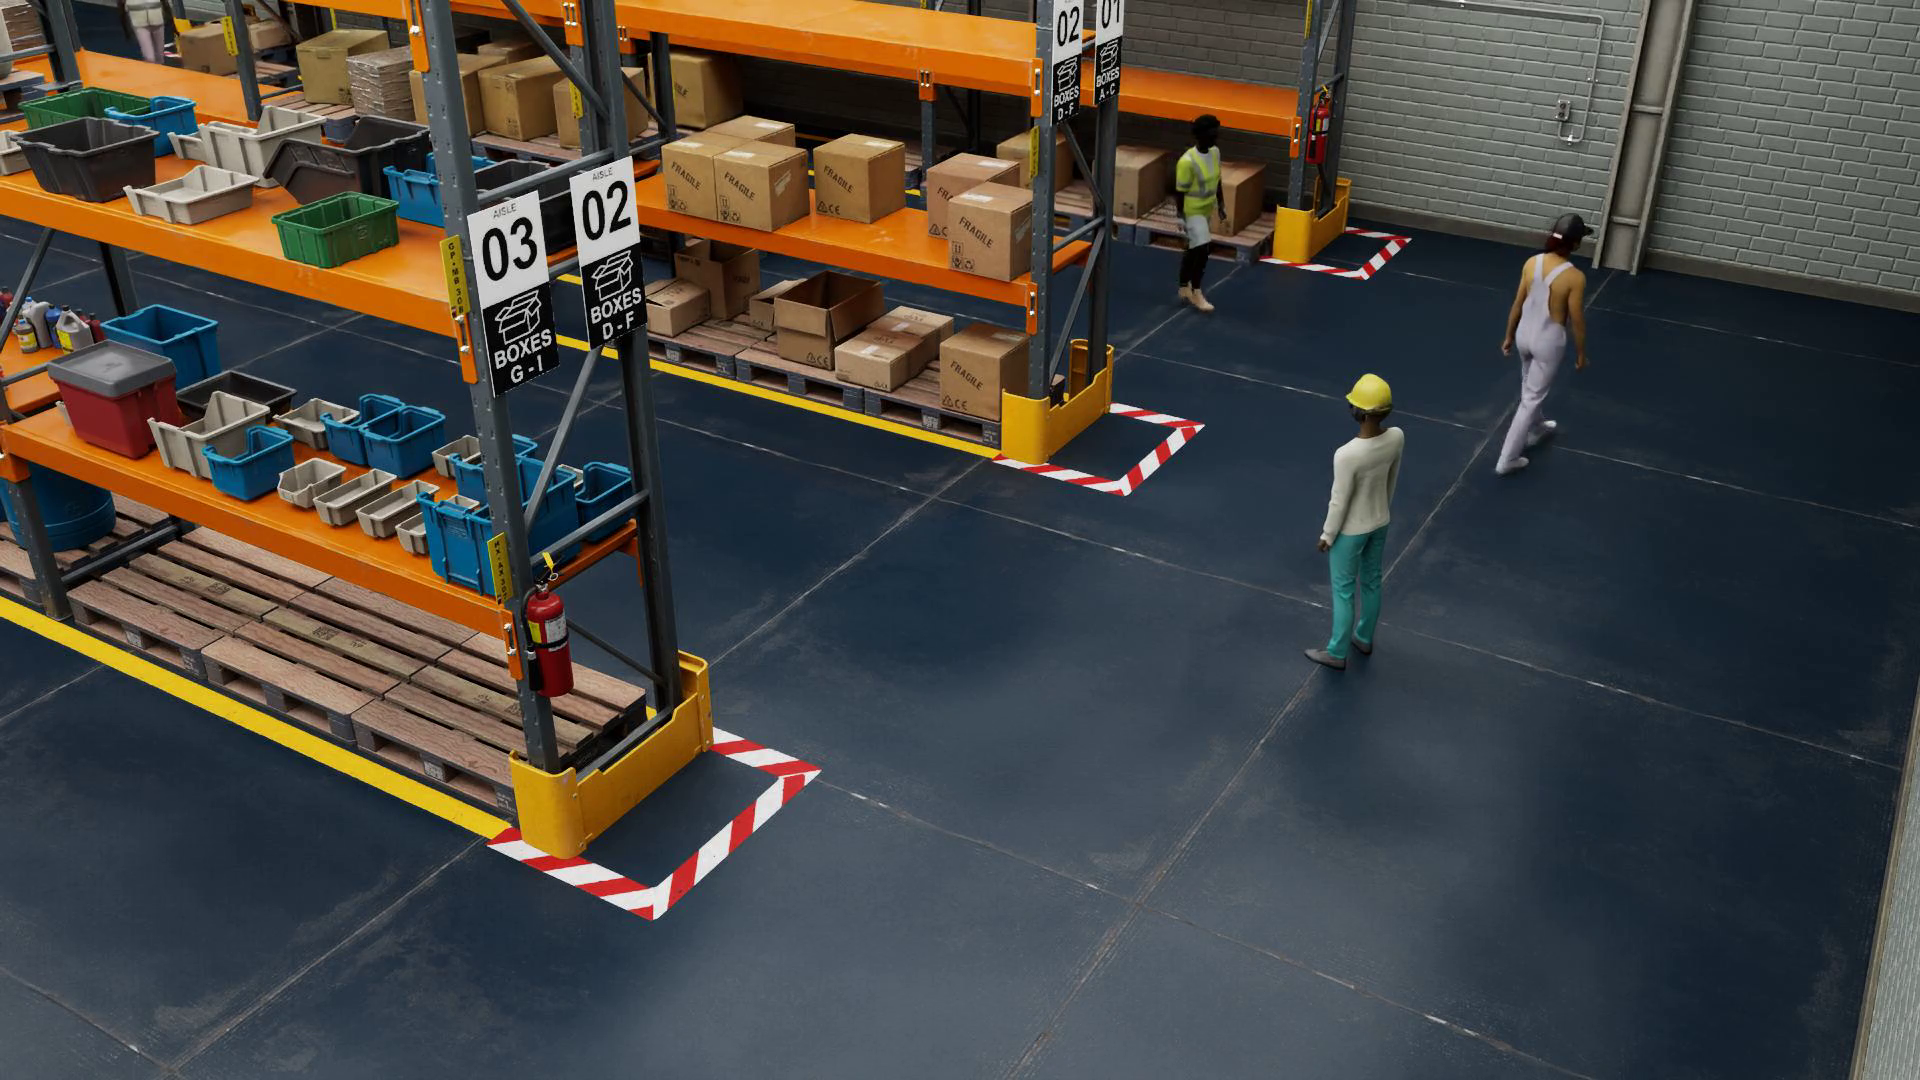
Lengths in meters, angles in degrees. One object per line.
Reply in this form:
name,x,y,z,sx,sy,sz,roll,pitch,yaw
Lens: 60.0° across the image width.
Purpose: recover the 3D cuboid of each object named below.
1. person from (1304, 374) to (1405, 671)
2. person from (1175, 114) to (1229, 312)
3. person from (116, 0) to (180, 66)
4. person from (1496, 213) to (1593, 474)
person,2.204,-0.093,9.262,0.523,1.769,0.312,-20,35,-32
person,2.109,-2.771,14.144,0.566,1.677,0.547,20,35,31
person,-9.785,-6.189,20.141,0.573,1.815,0.780,-26,38,-38
person,4.117,-1.384,11.514,0.893,1.823,0.541,-18,34,-29
